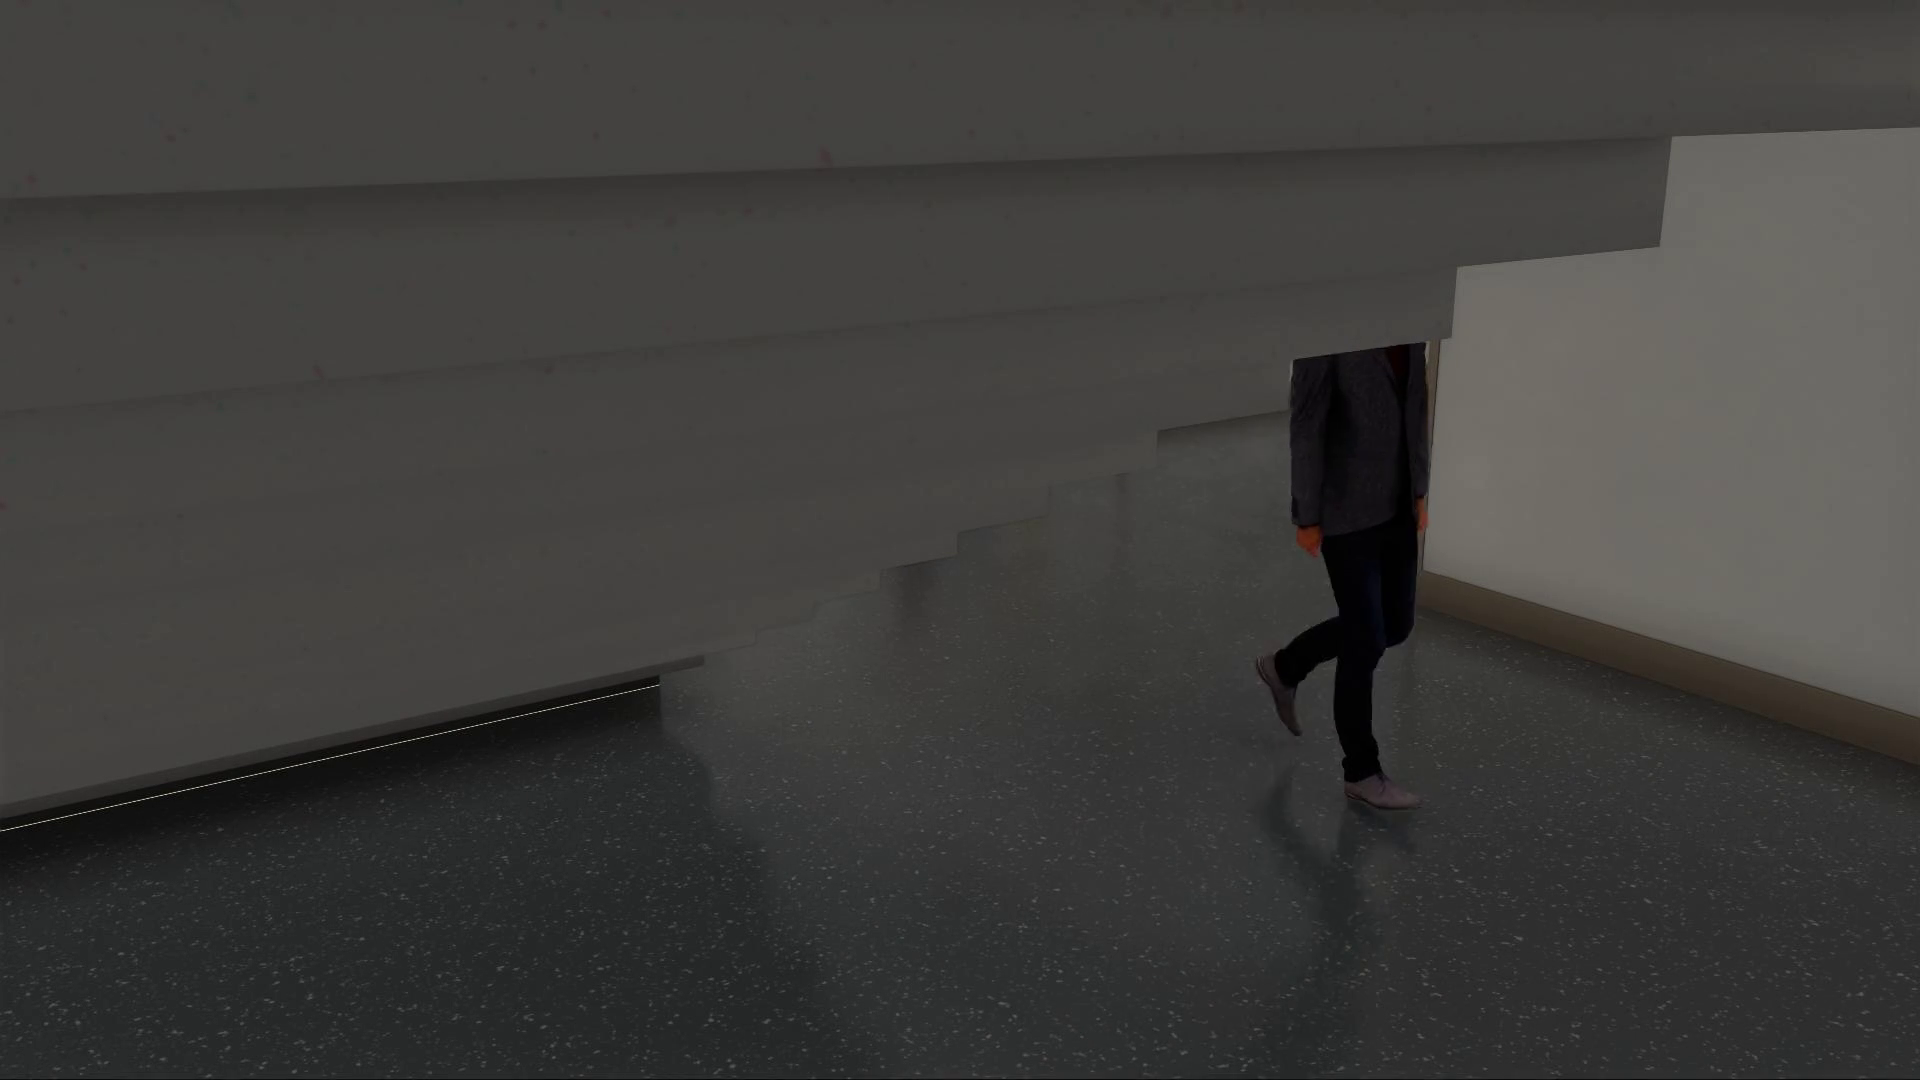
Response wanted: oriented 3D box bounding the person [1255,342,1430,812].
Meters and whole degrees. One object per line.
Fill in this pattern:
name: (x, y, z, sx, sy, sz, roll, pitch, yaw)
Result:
person: (1.238, -0.102, 5.327, 0.756, 1.850, 1.059, -12, 20, -37)
